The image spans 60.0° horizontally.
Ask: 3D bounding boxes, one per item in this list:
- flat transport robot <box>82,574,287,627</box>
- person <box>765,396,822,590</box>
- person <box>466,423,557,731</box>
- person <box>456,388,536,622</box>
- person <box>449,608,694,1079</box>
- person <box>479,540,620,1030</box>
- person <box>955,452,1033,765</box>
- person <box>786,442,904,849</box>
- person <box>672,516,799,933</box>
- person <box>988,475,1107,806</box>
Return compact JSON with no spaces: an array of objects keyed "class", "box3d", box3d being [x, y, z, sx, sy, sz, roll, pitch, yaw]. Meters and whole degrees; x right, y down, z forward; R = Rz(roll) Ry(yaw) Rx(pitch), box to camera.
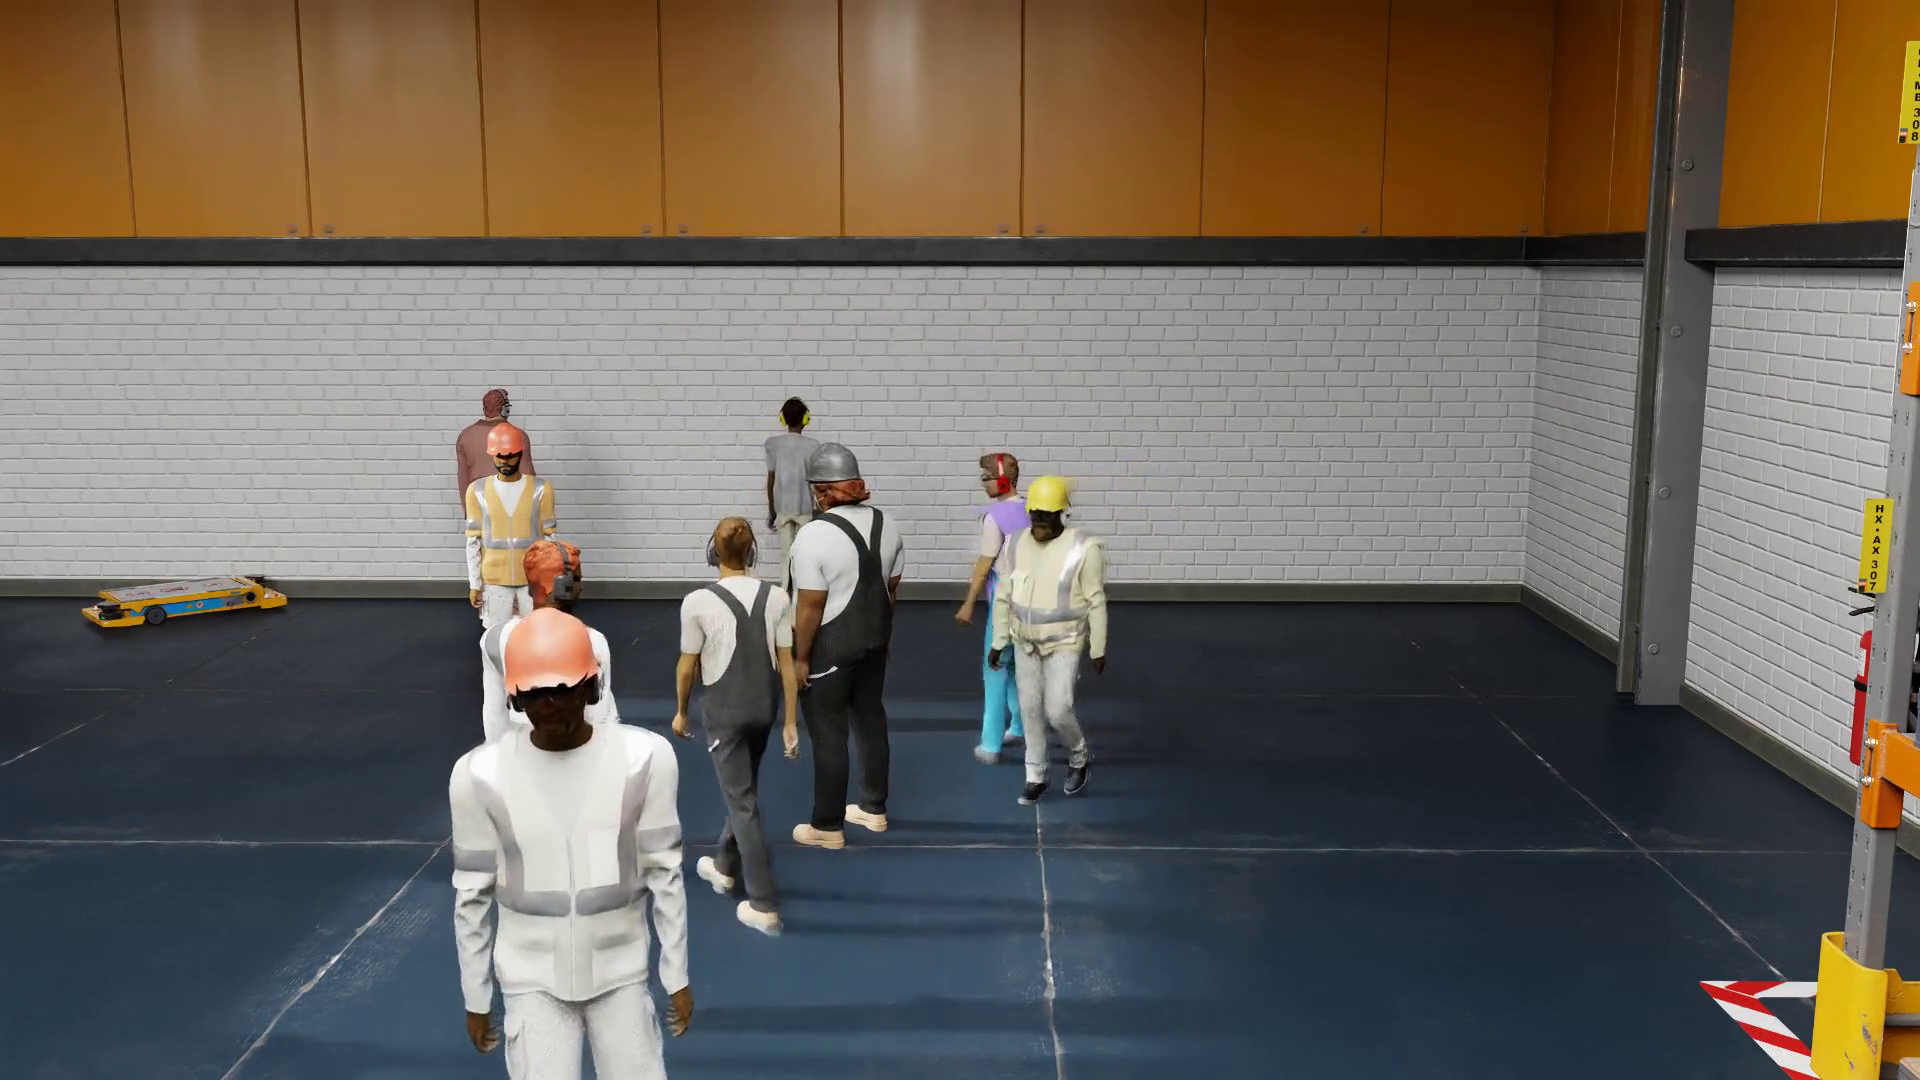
[{"class":"flat transport robot","box3d":[-6.435,0.492,13.814,1.431,0.197,0.652,-8,12,-40]},{"class":"person","box3d":[-1.338,-0.226,13.392,0.557,1.860,0.422,2,10,10]},{"class":"person","box3d":[-2.790,0.233,10.387,0.553,1.935,0.362,-2,10,-13]},{"class":"person","box3d":[-3.732,-0.276,13.529,0.652,1.906,0.404,2,10,11]},{"class":"person","box3d":[-1.060,1.159,4.585,0.634,2.024,0.663,-2,10,-14]},{"class":"person","box3d":[-1.533,0.932,6.354,0.572,1.886,0.354,4,10,21]},{"class":"person","box3d":[0.282,0.389,9.786,0.490,1.824,0.562,4,10,21]},{"class":"person","box3d":[-0.635,0.515,8.391,0.537,2.000,0.689,8,12,40]},{"class":"person","box3d":[-1.041,0.787,7.451,0.494,1.798,0.881,-7,12,-36]},{"class":"person","box3d":[0.467,0.540,8.920,0.613,1.813,0.423,6,11,33]}]
